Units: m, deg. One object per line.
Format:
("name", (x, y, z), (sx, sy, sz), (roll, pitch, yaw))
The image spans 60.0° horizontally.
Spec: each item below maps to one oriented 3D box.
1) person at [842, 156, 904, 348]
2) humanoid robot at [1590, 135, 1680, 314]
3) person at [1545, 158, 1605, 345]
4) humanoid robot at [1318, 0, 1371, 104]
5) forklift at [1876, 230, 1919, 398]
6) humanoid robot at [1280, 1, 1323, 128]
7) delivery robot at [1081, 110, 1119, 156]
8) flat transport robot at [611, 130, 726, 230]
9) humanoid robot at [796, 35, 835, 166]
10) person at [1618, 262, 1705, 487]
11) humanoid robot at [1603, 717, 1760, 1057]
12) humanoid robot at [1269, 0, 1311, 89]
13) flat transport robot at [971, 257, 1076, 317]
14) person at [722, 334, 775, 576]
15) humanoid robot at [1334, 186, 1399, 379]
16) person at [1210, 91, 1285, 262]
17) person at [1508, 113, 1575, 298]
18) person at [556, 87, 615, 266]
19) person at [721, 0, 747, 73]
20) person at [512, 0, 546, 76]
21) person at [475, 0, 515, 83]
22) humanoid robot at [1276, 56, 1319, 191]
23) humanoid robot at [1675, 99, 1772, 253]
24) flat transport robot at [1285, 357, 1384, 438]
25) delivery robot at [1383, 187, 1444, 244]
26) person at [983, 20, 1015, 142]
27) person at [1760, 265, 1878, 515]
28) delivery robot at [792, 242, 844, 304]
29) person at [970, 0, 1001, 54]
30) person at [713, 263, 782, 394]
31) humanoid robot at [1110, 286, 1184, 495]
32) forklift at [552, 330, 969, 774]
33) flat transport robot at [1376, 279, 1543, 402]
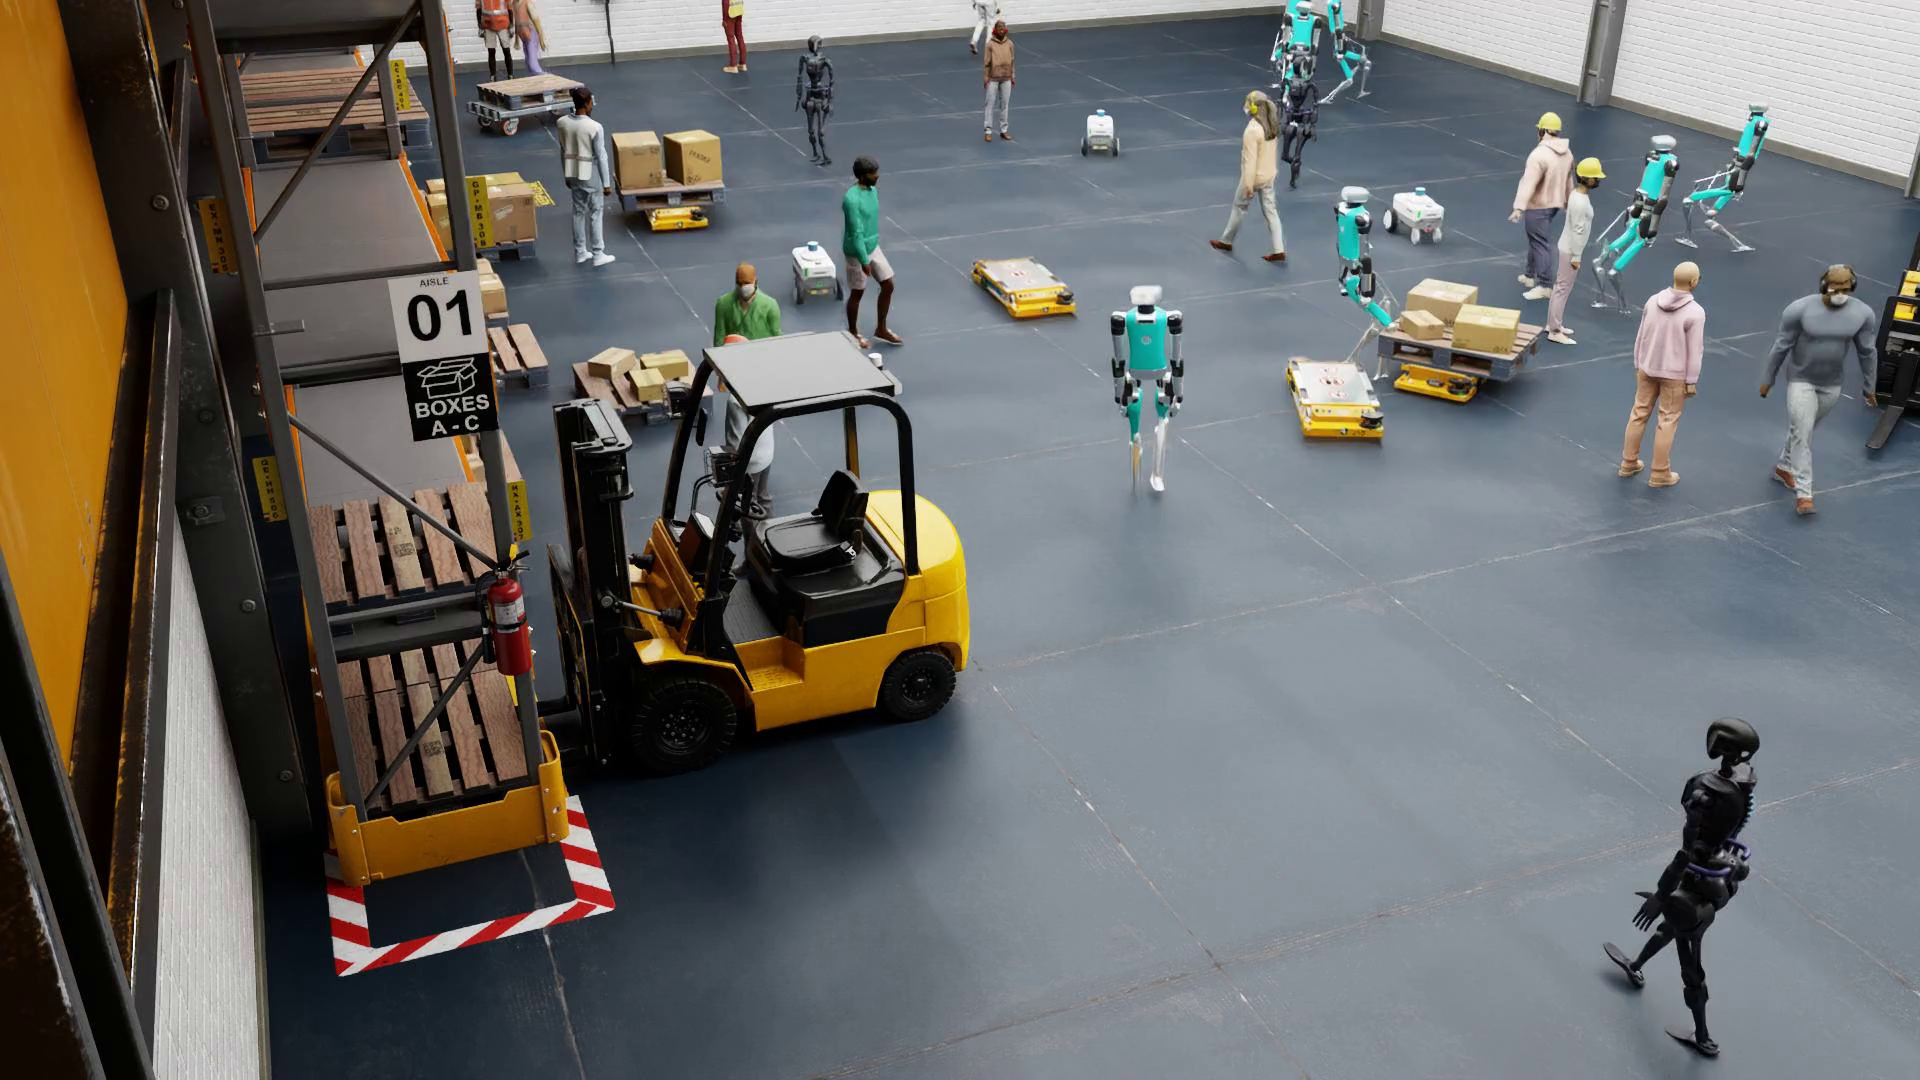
("person", (-0.816, -2.658, 15.538), (0.664, 1.834, 0.497), (15, 30, 28))
("humanoid robot", (6.611, -3.112, 16.572), (0.795, 1.798, 0.538), (-2, 27, -4))
("person", (5.836, -2.749, 15.790), (0.314, 1.768, 0.524), (7, 28, 13))
("humanoid robot", (6.012, -7.467, 25.270), (1.008, 1.772, 0.542), (2, 27, 5))
("forklift", (9.029, -2.397, 14.618), (1.214, 2.155, 2.313), (18, 32, 32))
("humanoid robot", (4.788, -6.667, 23.700), (0.544, 1.860, 0.836), (8, 28, 16))
("delivery robot", (1.915, -5.572, 22.743), (0.499, 0.587, 0.788), (1, 27, 3))
("flat transport robot", (-3.467, -4.007, 19.957), (0.659, 0.231, 1.431), (-7, 28, -14))
("humanoid robot", (-1.942, -5.827, 22.004), (0.608, 1.642, 0.422), (13, 30, 24))
("person", (5.433, -1.276, 12.837), (0.398, 1.782, 0.535), (-18, 32, -32))
("humanoid robot", (3.252, 1.497, 7.467), (0.600, 1.637, 0.696), (-21, 33, -35))
("humanoid robot", (5.099, -7.881, 26.018), (0.992, 1.731, 0.548), (-14, 30, -26))
("flat transport robot", (0.642, -2.631, 17.221), (0.659, 0.231, 1.431), (-8, 28, -16))
("person", (-1.479, -0.586, 11.513), (0.352, 1.742, 0.572), (8, 28, 15))
("humanoid robot", (3.710, -2.302, 14.948), (0.787, 1.789, 0.530), (-7, 28, -14))
("person", (3.245, -3.981, 18.184), (0.540, 1.819, 1.019), (-23, 34, -37))
("person", (6.017, -3.439, 17.105), (0.868, 1.829, 0.577), (-20, 33, -34))
("person", (-4.040, -3.908, 17.942), (0.597, 1.909, 0.399), (12, 29, 23))
("person", (-3.752, -8.653, 27.526), (0.359, 1.769, 0.476), (18, 32, 32))
("person", (-6.611, -7.665, 25.520), (0.449, 1.803, 0.616), (-20, 33, -34))
("person", (-7.320, -8.110, 26.232), (0.603, 1.966, 0.368), (-2, 27, -5))
("humanoid robot", (4.278, -5.249, 20.885), (0.596, 1.639, 0.592), (18, 32, 31))
("humanoid robot", (8.325, -3.961, 18.274), (1.042, 1.746, 0.549), (7, 27, 13))
("flat transport robot", (3.243, -1.247, 14.467), (0.659, 0.231, 1.431), (2, 27, 3))
("delivery robot", (5.253, -3.757, 19.145), (0.499, 0.598, 0.779), (-5, 27, -10))
("person", (0.539, -6.414, 23.201), (0.471, 1.650, 0.308), (-9, 28, -17))
("person", (6.466, -1.139, 12.441), (0.757, 1.882, 0.958), (1, 27, 3))
("delivery robot", (-1.505, -2.764, 17.189), (0.499, 0.614, 0.818), (-7, 28, -13))
("person", (0.446, -9.243, 28.588), (0.597, 1.870, 0.548), (18, 32, 32))
("person", (-1.637, -1.343, 13.012), (0.523, 1.739, 0.903), (4, 27, 8))
("humanoid robot", (1.421, -1.097, 12.655), (0.570, 1.885, 0.778), (4, 27, 8))
("forklift", (-1.094, 0.010, 9.831), (2.313, 2.155, 1.214), (-10, 28, -20))
("flat transport robot", (4.538, -1.608, 15.187), (0.659, 0.231, 1.431), (16, 31, 29))
